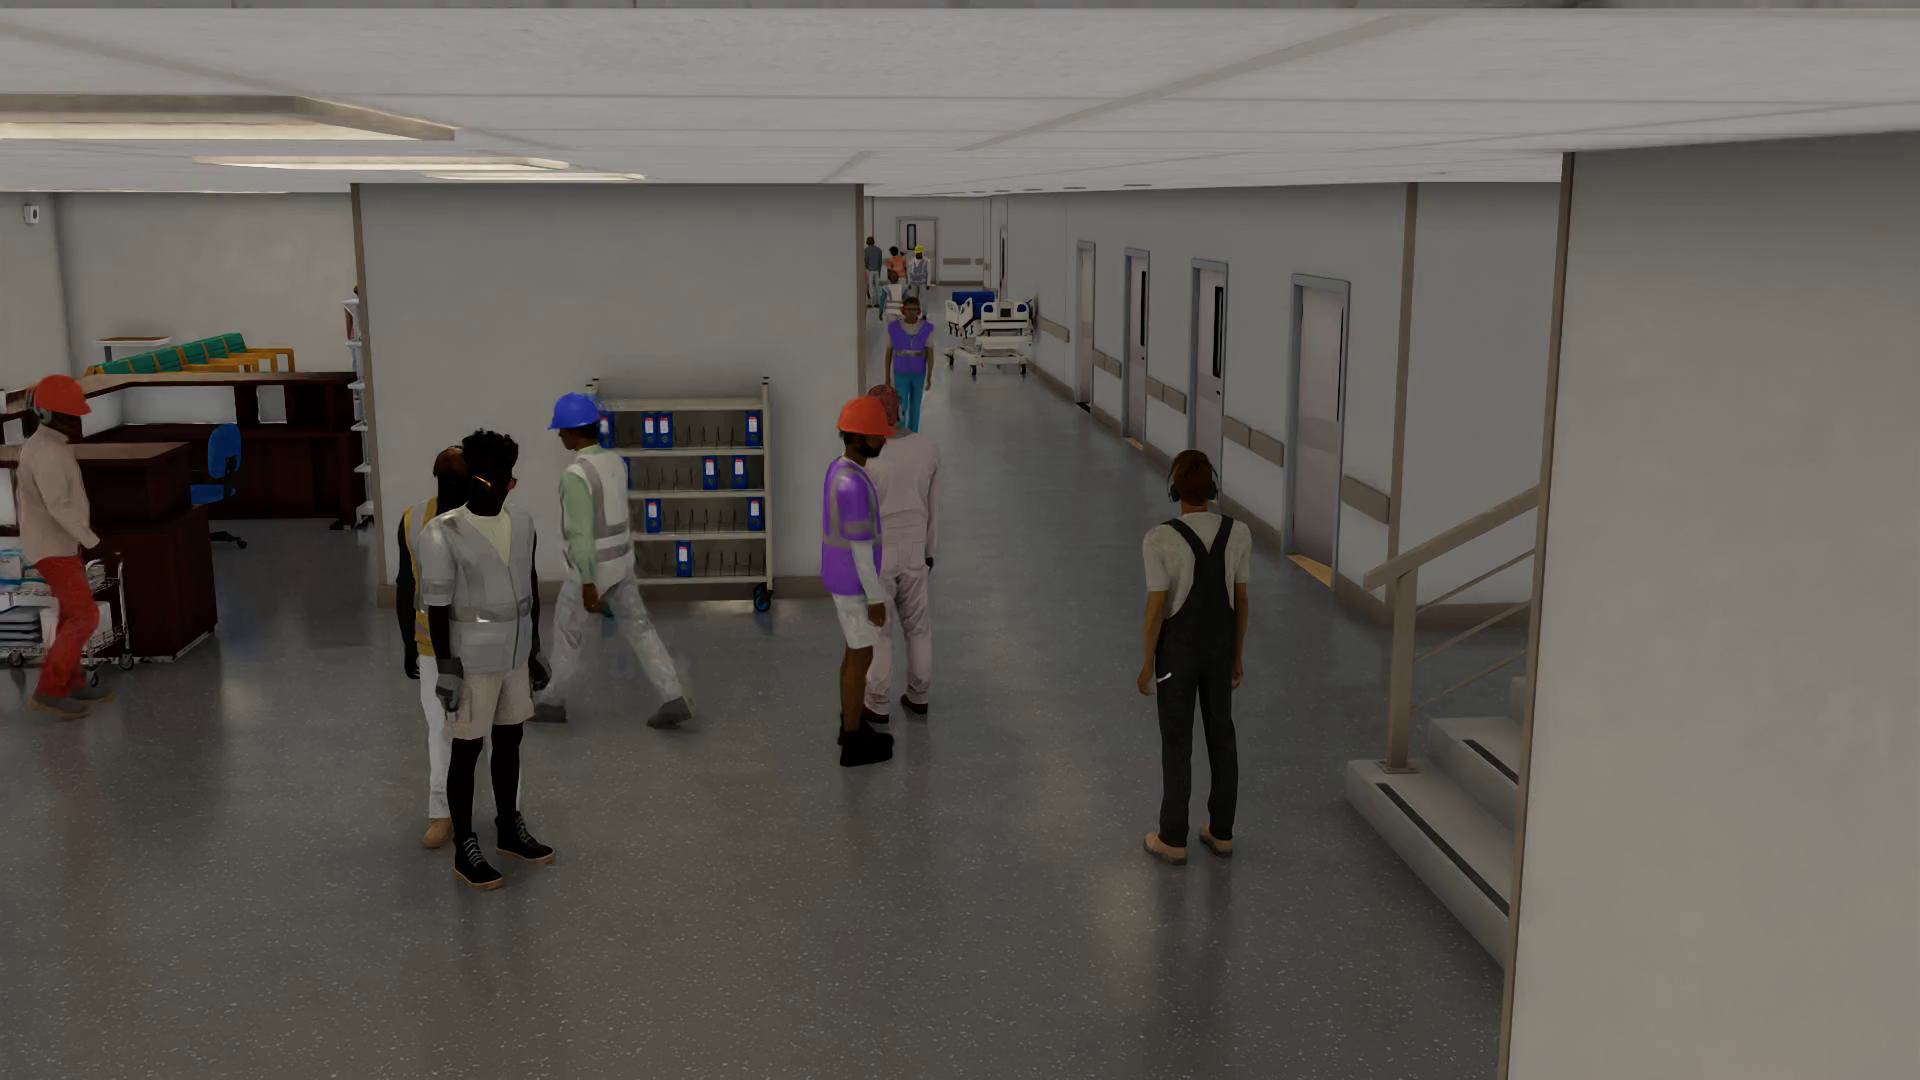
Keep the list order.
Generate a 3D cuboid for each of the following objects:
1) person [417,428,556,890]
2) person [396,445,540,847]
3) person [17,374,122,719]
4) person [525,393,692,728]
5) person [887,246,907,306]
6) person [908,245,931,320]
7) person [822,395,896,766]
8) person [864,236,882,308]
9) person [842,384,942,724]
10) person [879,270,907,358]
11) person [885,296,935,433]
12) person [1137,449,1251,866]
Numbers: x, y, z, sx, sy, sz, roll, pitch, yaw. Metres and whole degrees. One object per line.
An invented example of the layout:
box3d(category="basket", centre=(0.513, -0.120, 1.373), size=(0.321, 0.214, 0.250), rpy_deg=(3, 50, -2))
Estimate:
box3d(category="person", centre=(-2.011, 0.496, 7.138), size=(0.380, 1.959, 0.600), rpy_deg=(7, 13, 30))
box3d(category="person", centre=(-2.219, 0.479, 7.523), size=(0.621, 1.840, 0.430), rpy_deg=(-1, 12, -7))
box3d(category="person", centre=(-5.007, 0.043, 9.337), size=(0.499, 1.959, 0.621), rpy_deg=(-4, 12, -20))
box3d(category="person", centre=(-1.954, 0.127, 9.141), size=(1.049, 1.887, 0.634), rpy_deg=(4, 12, 18))
box3d(category="person", centre=(-1.691, -7.118, 45.048), size=(0.562, 1.674, 0.352), rpy_deg=(-2, 12, -12))
box3d(category="person", centre=(-0.999, -6.297, 40.680), size=(0.590, 1.824, 0.403), rpy_deg=(5, 13, 23))
box3d(category="person", centre=(-0.526, 0.203, 8.644), size=(0.385, 1.933, 0.545), rpy_deg=(-2, 12, -8))
box3d(category="person", centre=(-2.394, -7.258, 45.090), size=(0.627, 1.936, 0.373), rpy_deg=(-9, 14, -36))
box3d(category="person", centre=(-0.416, 0.077, 9.331), size=(0.643, 1.902, 0.400), rpy_deg=(-8, 14, -34))
box3d(category="person", centre=(-1.284, -4.206, 30.949), size=(0.537, 1.606, 0.762), rpy_deg=(-6, 13, -28))
box3d(category="person", centre=(-0.556, -1.870, 19.043), size=(0.564, 1.816, 0.654), rpy_deg=(-2, 12, -10))
box3d(category="person", centre=(1.020, 0.519, 7.309), size=(0.506, 1.842, 0.348), rpy_deg=(-4, 12, -18))
